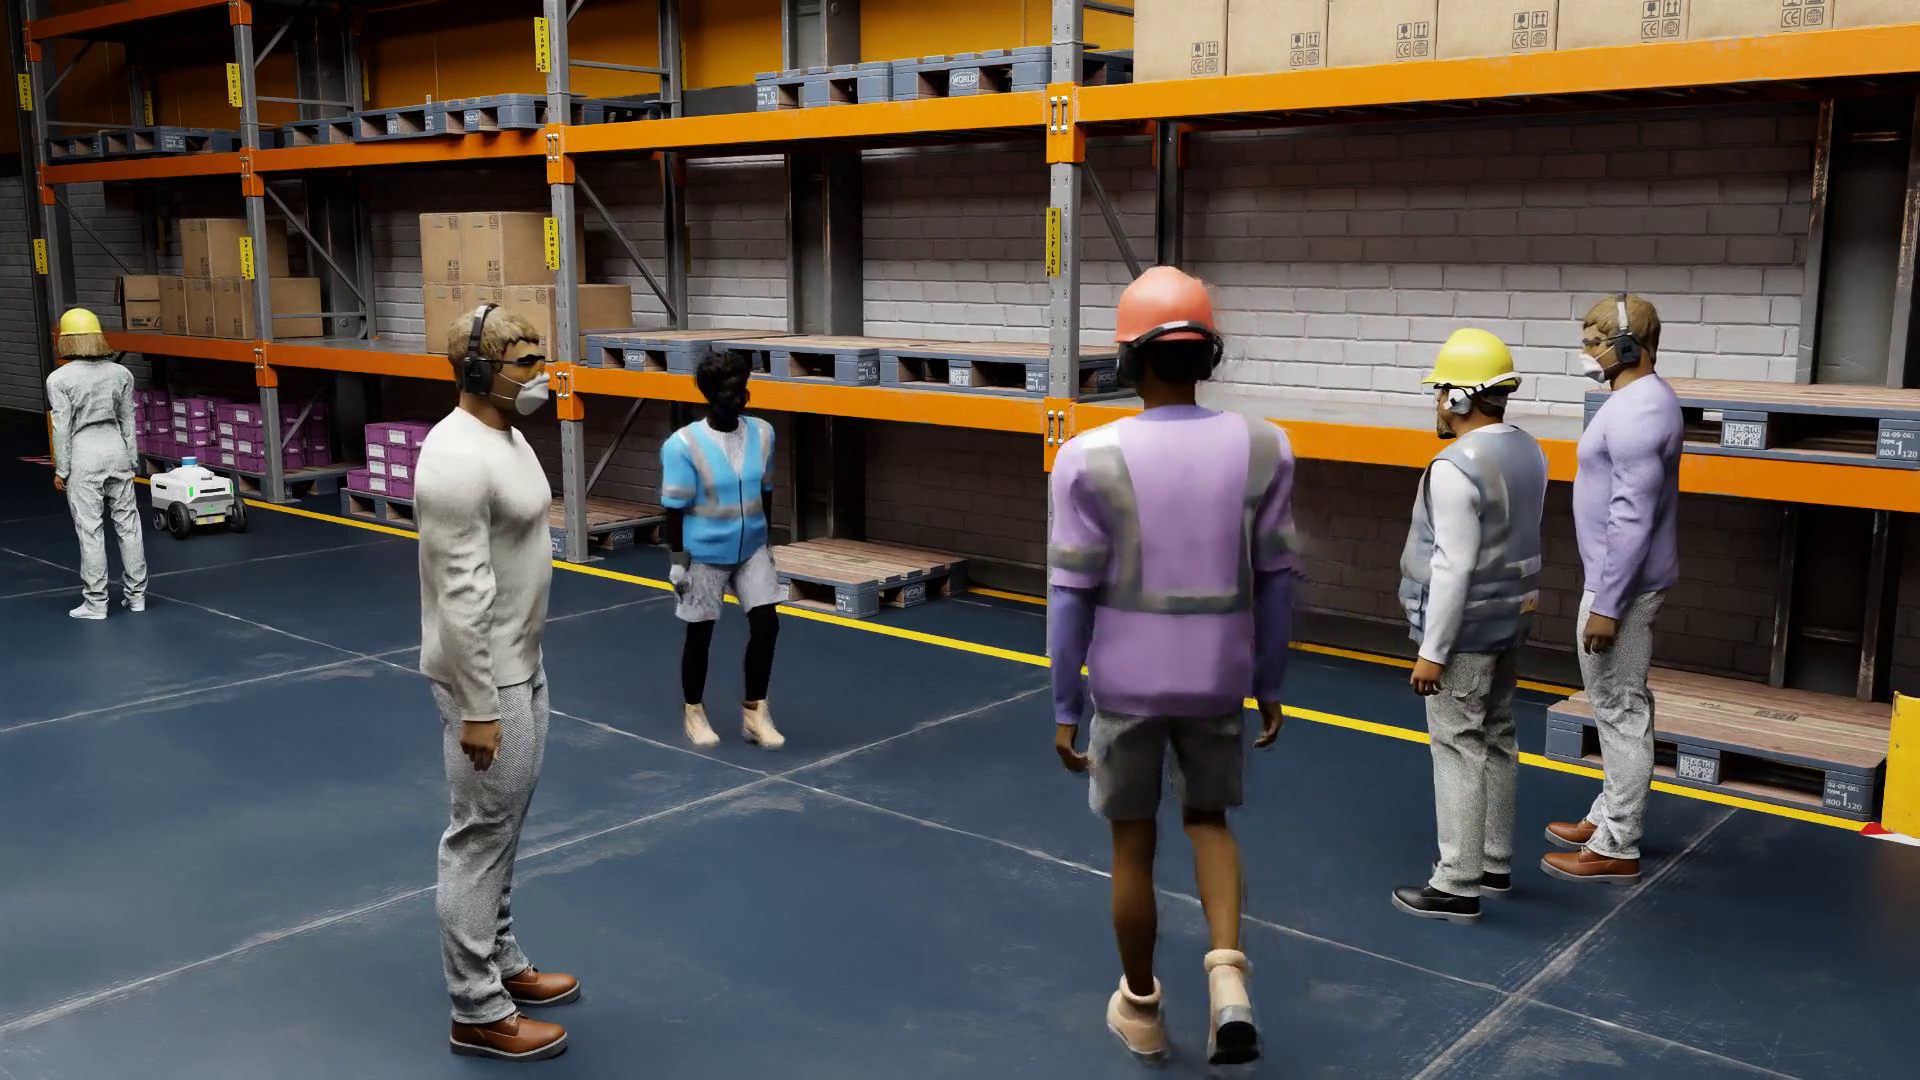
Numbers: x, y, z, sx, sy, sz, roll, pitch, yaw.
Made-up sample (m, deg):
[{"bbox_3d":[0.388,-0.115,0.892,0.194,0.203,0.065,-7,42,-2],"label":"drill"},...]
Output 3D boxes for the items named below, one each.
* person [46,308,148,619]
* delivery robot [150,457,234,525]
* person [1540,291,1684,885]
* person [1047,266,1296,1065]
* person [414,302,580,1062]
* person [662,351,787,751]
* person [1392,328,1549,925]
[{"bbox_3d":[-4.868,-0.427,9.363,0.299,1.743,0.486,6,12,32],"label":"person"},{"bbox_3d":[-5.598,-0.364,12.117,0.707,0.478,0.477,9,13,41],"label":"delivery robot"},{"bbox_3d":[2.151,0.163,5.454,0.372,1.937,0.627,5,11,24],"label":"person"},{"bbox_3d":[0.520,0.354,4.092,0.626,2.033,0.555,-2,10,-10],"label":"person"},{"bbox_3d":[-1.207,0.361,4.319,0.352,1.937,0.635,-1,10,-5],"label":"person"},{"bbox_3d":[-0.966,0.061,6.804,0.550,1.661,0.574,-8,13,-38],"label":"person"},{"bbox_3d":[1.566,0.267,5.155,0.403,1.830,0.599,9,13,41],"label":"person"}]
